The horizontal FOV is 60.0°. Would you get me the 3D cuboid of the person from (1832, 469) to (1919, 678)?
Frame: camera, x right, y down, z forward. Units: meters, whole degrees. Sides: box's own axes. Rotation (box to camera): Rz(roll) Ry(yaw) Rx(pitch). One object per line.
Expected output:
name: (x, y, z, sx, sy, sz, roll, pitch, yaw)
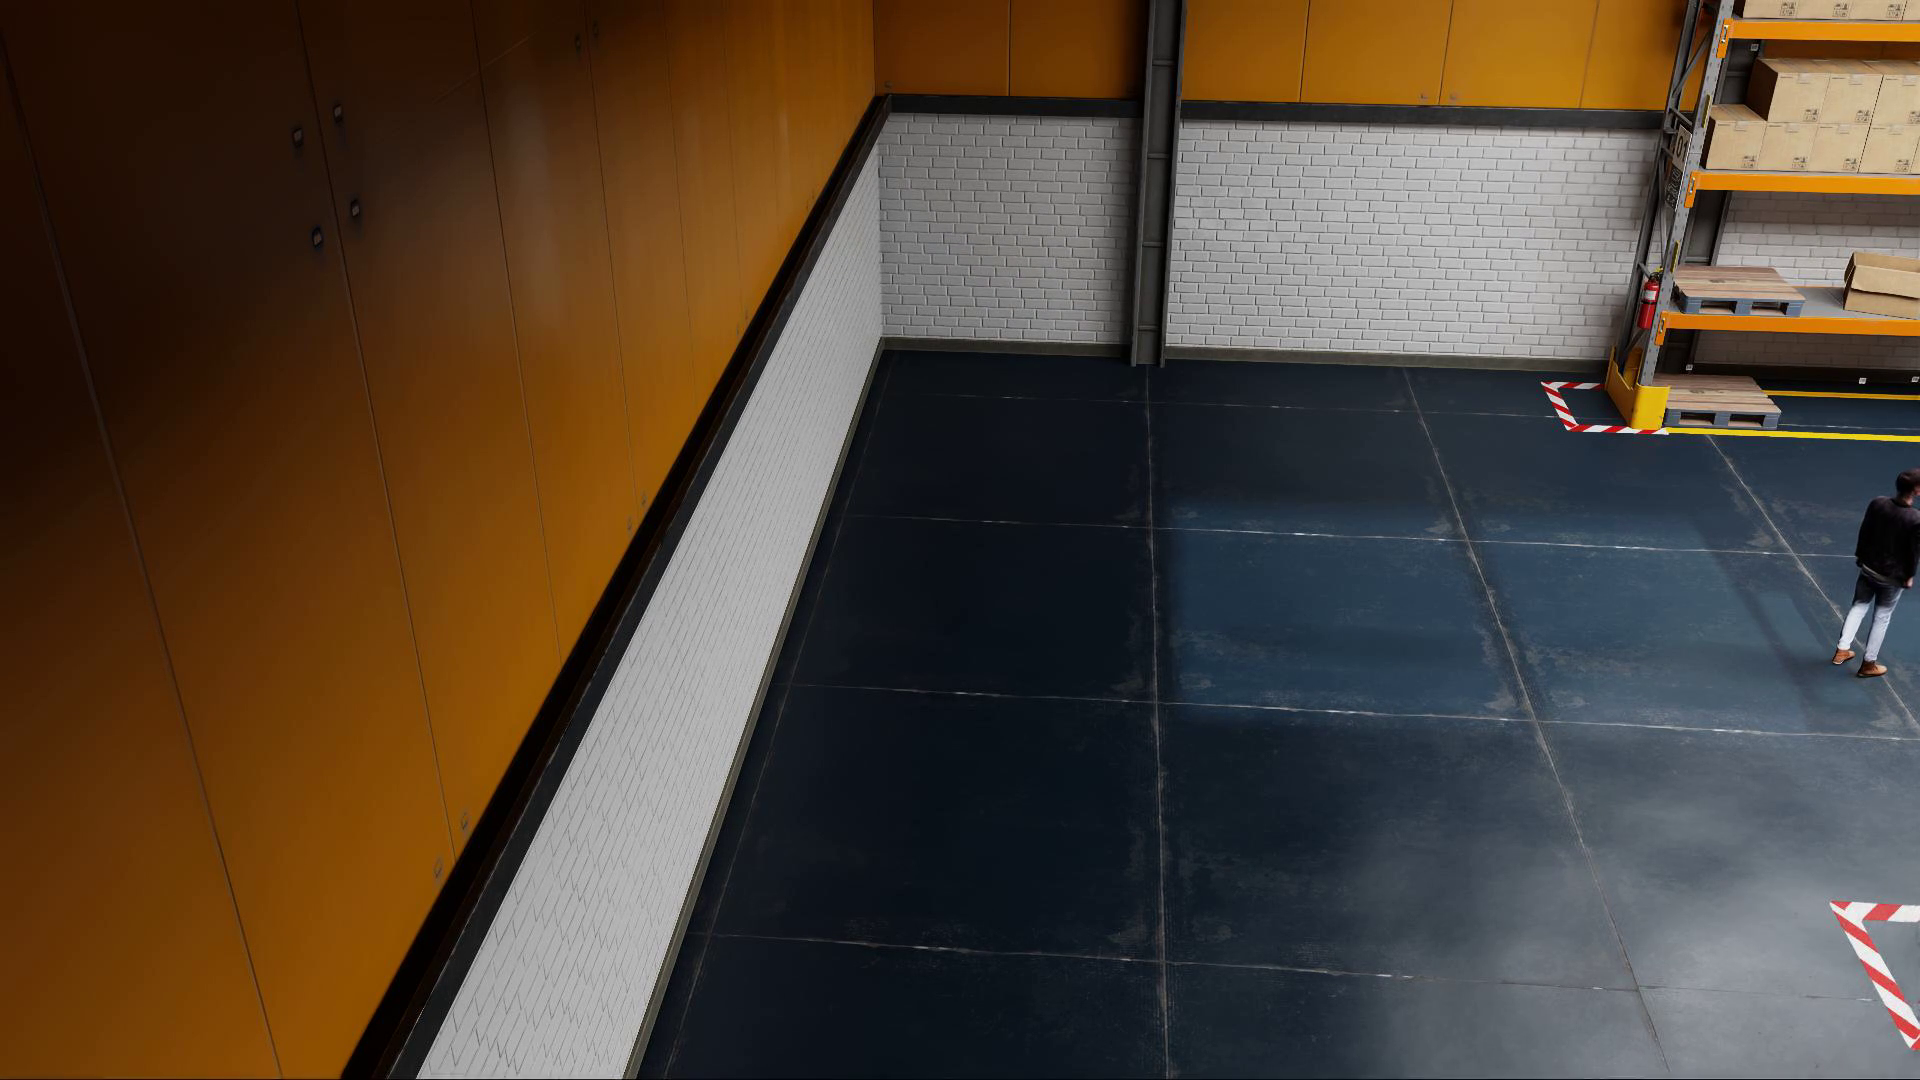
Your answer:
person: (7.469, 0.254, 13.457, 0.745, 1.837, 0.735, -15, 32, -25)
